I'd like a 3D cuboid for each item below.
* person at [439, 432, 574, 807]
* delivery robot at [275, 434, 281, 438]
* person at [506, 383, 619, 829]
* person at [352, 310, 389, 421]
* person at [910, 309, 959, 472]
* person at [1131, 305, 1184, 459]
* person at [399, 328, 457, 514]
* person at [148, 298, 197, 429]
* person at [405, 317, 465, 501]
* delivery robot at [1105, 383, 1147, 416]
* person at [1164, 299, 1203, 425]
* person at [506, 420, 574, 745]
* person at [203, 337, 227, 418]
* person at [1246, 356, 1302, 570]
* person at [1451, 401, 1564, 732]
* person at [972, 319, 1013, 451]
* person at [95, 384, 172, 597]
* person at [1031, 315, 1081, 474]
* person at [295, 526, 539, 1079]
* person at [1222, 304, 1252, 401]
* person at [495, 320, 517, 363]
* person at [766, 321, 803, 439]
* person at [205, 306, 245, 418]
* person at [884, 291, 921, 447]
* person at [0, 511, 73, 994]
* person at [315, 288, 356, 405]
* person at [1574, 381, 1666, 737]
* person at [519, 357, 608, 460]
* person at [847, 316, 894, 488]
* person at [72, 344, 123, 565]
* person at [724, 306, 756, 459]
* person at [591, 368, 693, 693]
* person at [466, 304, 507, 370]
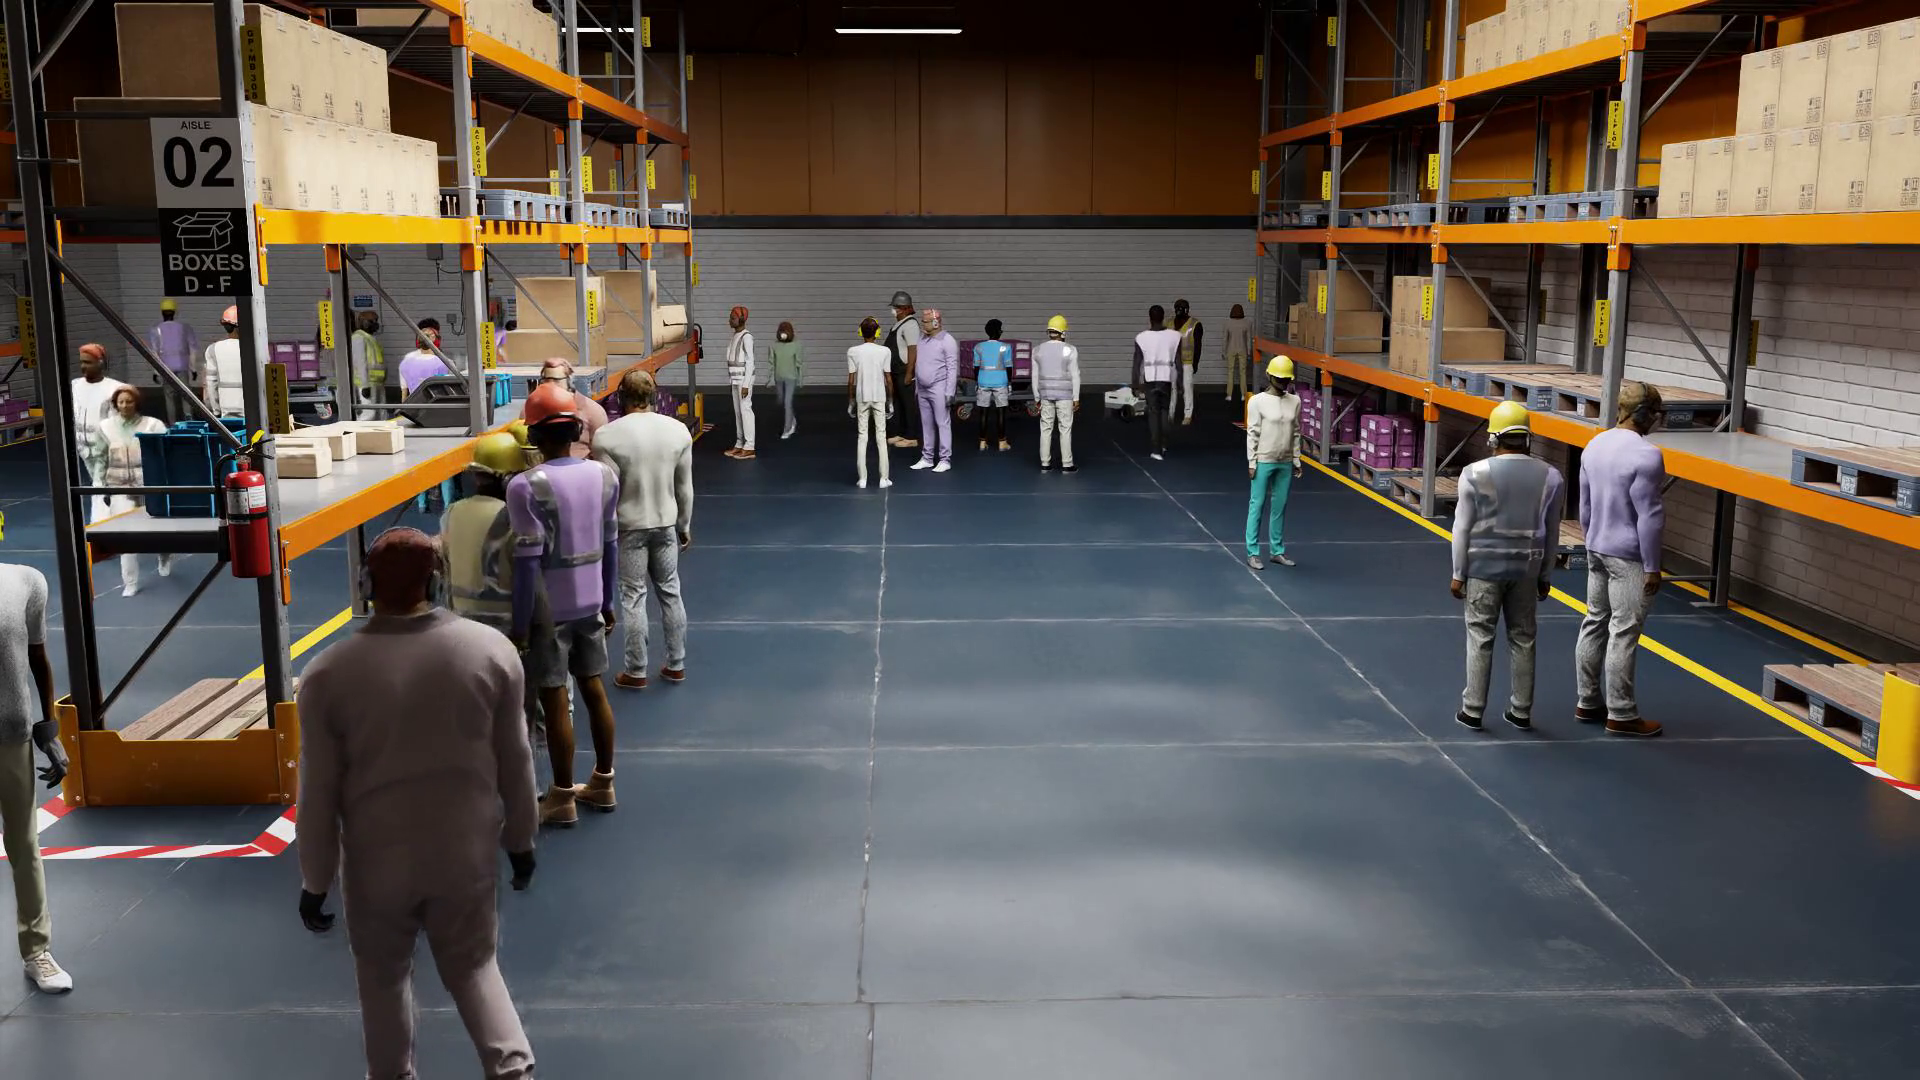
[{"bbox_3d":[-2.096,0.414,7.651,0.620,1.820,0.432,8,13,38],"label":"person"},{"bbox_3d":[-8.234,-1.183,19.815,0.707,0.478,0.477,-3,10,-14],"label":"delivery robot"},{"bbox_3d":[-1.839,0.302,7.659,0.372,2.040,0.616,7,12,34],"label":"person"},{"bbox_3d":[-7.412,-1.966,20.909,0.506,1.846,0.636,0,10,1],"label":"person"},{"bbox_3d":[-0.319,-1.744,19.451,0.403,1.904,0.637,-9,14,-41],"label":"person"},{"bbox_3d":[2.440,-1.969,20.706,0.637,1.893,0.699,-1,10,-6],"label":"person"},{"bbox_3d":[-5.208,-1.167,16.390,0.565,1.846,0.390,0,10,-2],"label":"person"},{"bbox_3d":[-10.968,-2.420,23.224,0.599,1.907,0.795,-6,12,-31],"label":"person"},{"bbox_3d":[-5.245,-1.259,16.639,0.678,1.937,0.593,-1,10,-3],"label":"person"},{"bbox_3d":[2.505,-2.110,24.978,0.477,0.478,0.707,-8,13,-37],"label":"delivery robot"},{"bbox_3d":[3.238,-2.613,24.462,0.627,1.844,0.429,6,12,31],"label":"person"},{"bbox_3d":[-2.300,0.225,8.921,0.304,1.743,0.494,3,11,18],"label":"person"},{"bbox_3d":[-8.285,-1.501,18.895,0.521,1.622,0.515,0,10,2],"label":"person"},{"bbox_3d":[2.592,-0.637,13.684,0.523,1.760,0.325,-5,11,-25],"label":"person"},{"bbox_3d":[2.977,0.153,9.120,0.585,1.824,0.405,-1,10,-5],"label":"person"},{"bbox_3d":[0.426,-1.989,21.377,0.537,1.697,0.320,4,11,19],"label":"person"},{"bbox_3d":[-6.342,-0.412,12.846,0.525,1.617,0.707,-2,10,-14],"label":"person"},{"bbox_3d":[1.125,-1.676,19.260,0.588,1.835,0.403,5,11,24],"label":"person"},{"bbox_3d":[-1.538,0.903,4.804,0.681,1.873,0.786,-6,12,-30],"label":"person"},{"bbox_3d":[4.678,-3.165,28.106,0.497,1.636,0.285,1,10,6],"label":"person"},{"bbox_3d":[-5.699,-1.980,21.364,0.535,1.686,0.375,-1,10,-4],"label":"person"},{"bbox_3d":[-2.378,-2.221,22.930,0.499,1.606,0.728,3,11,18],"label":"person"},{"bbox_3d":[-7.256,-1.339,16.808,0.616,2.039,0.374,1,10,7],"label":"person"},{"bbox_3d":[-0.774,-2.242,21.835,0.536,2.000,0.682,-2,10,-13],"label":"person"},{"bbox_3d":[-3.416,0.716,5.824,0.513,1.876,0.328,-9,13,-41],"label":"person"},{"bbox_3d":[-10.158,-3.117,26.962,0.954,1.955,0.616,8,13,37],"label":"person"},{"bbox_3d":[3.618,0.101,9.088,0.372,1.934,0.627,-2,10,-13],"label":"person"},{"bbox_3d":[-2.756,-0.316,11.513,0.634,1.900,0.398,1,10,6],"label":"person"},{"bbox_3d":[-0.975,-1.498,18.164,0.518,1.874,0.327,0,10,2],"label":"person"},{"bbox_3d":[-7.274,-0.751,14.127,0.578,1.840,0.987,2,10,13],"label":"person"},{"bbox_3d":[-2.732,-1.956,20.684,0.356,1.885,0.574,-5,11,-26],"label":"person"},{"bbox_3d":[-1.890,-0.058,9.956,0.635,1.937,0.353,-7,12,-35],"label":"person"},{"bbox_3d":[-6.279,-2.231,22.166,0.555,1.912,0.865,-1,10,-6],"label":"person"}]
